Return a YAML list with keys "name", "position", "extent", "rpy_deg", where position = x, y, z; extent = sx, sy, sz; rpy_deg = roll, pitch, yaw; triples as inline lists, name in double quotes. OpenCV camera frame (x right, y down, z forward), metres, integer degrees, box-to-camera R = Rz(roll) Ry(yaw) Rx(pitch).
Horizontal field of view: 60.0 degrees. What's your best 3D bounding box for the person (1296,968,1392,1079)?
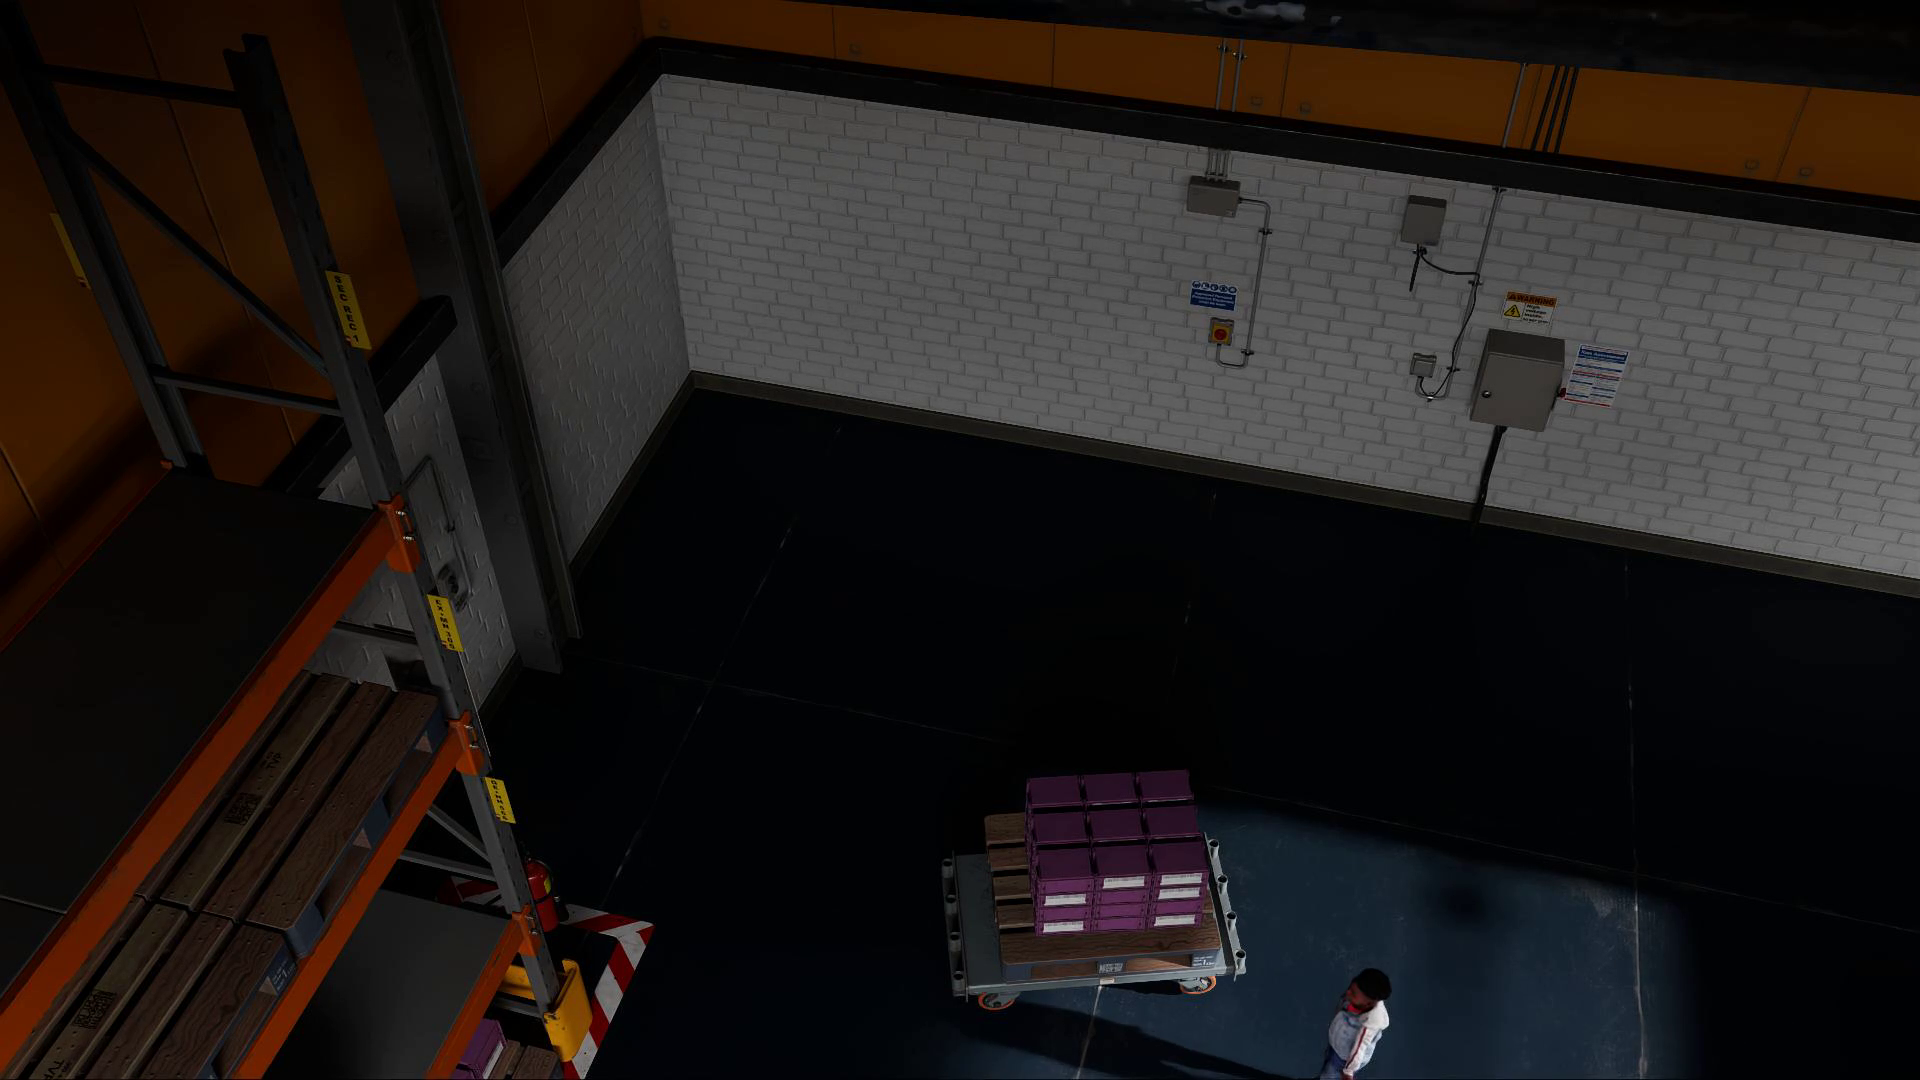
- name: "person"
  position: [2.064, 2.606, 8.626]
  extent: [0.568, 1.253, 0.569]
  rpy_deg: [8, 44, 8]
